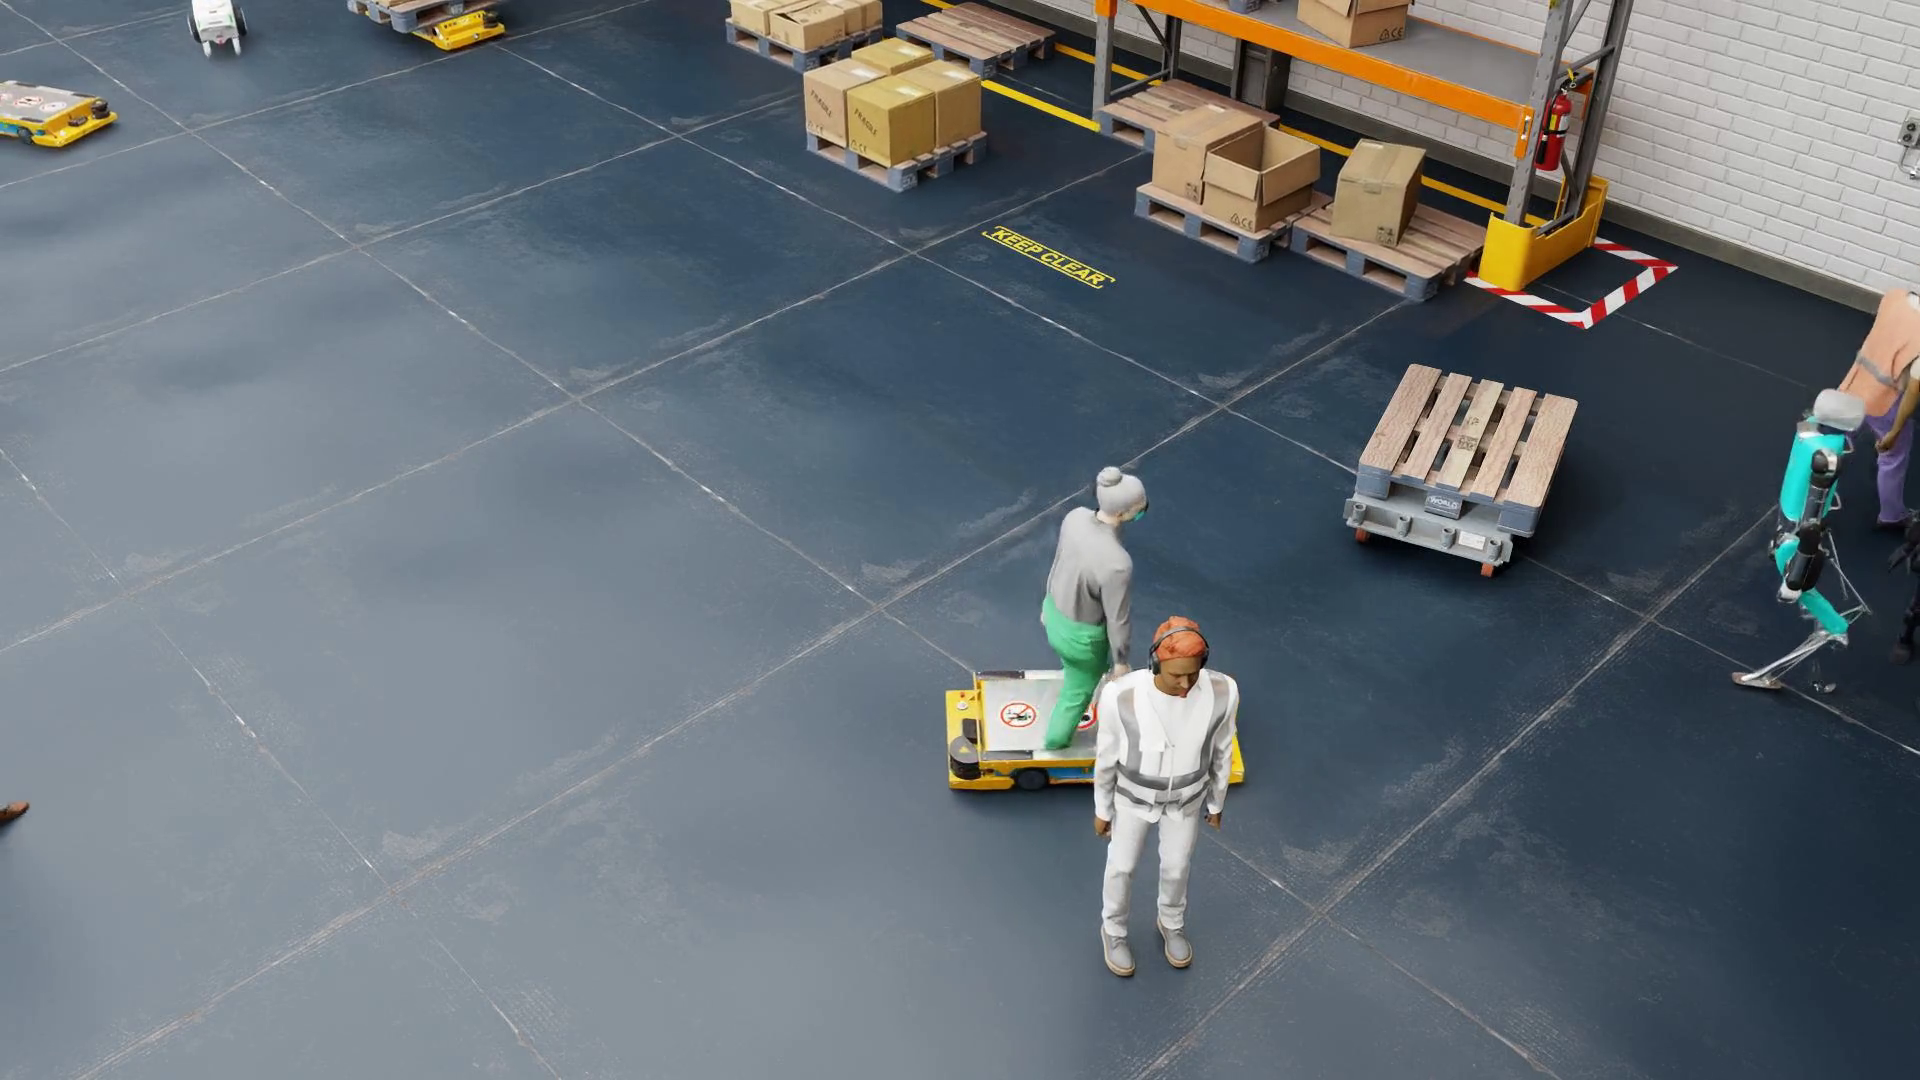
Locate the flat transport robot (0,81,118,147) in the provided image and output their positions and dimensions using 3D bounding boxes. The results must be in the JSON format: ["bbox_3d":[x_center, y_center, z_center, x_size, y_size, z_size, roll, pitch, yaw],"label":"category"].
[{"bbox_3d":[-8.131,-3.712,14.448,1.431,0.231,0.659,13,39,17],"label":"flat transport robot"}]

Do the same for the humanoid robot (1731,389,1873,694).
[{"bbox_3d":[4.323,0.146,8.202,0.775,1.887,0.547,9,38,12],"label":"humanoid robot"}]

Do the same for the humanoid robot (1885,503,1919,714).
[{"bbox_3d":[4.972,0.099,8.259,0.609,1.624,0.746,21,42,25],"label":"humanoid robot"}]

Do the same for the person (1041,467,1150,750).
[{"bbox_3d":[0.594,0.404,7.716,0.483,1.817,0.546,-13,39,-17],"label":"person"}]

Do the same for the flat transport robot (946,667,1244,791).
[{"bbox_3d":[0.653,0.939,8.290,1.431,0.231,0.659,-1,37,-2],"label":"flat transport robot"}]

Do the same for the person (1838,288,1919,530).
[{"bbox_3d":[5.243,-0.777,9.292,0.951,1.790,0.608,-8,38,-11],"label":"person"}]

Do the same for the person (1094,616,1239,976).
[{"bbox_3d":[0.821,1.055,6.808,0.566,1.878,0.353,-3,37,-4],"label":"person"}]

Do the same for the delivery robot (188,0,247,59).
[{"bbox_3d":[-7.108,-4.971,15.876,0.499,0.593,0.797,-14,39,-18],"label":"delivery robot"}]

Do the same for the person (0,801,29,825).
[{"bbox_3d":[-4.666,0.810,7.326,0.467,1.631,0.578,25,44,29],"label":"person"}]

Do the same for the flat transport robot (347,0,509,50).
[{"bbox_3d":[-5.186,-5.150,16.351,1.431,0.231,0.659,28,45,32],"label":"flat transport robot"}]
